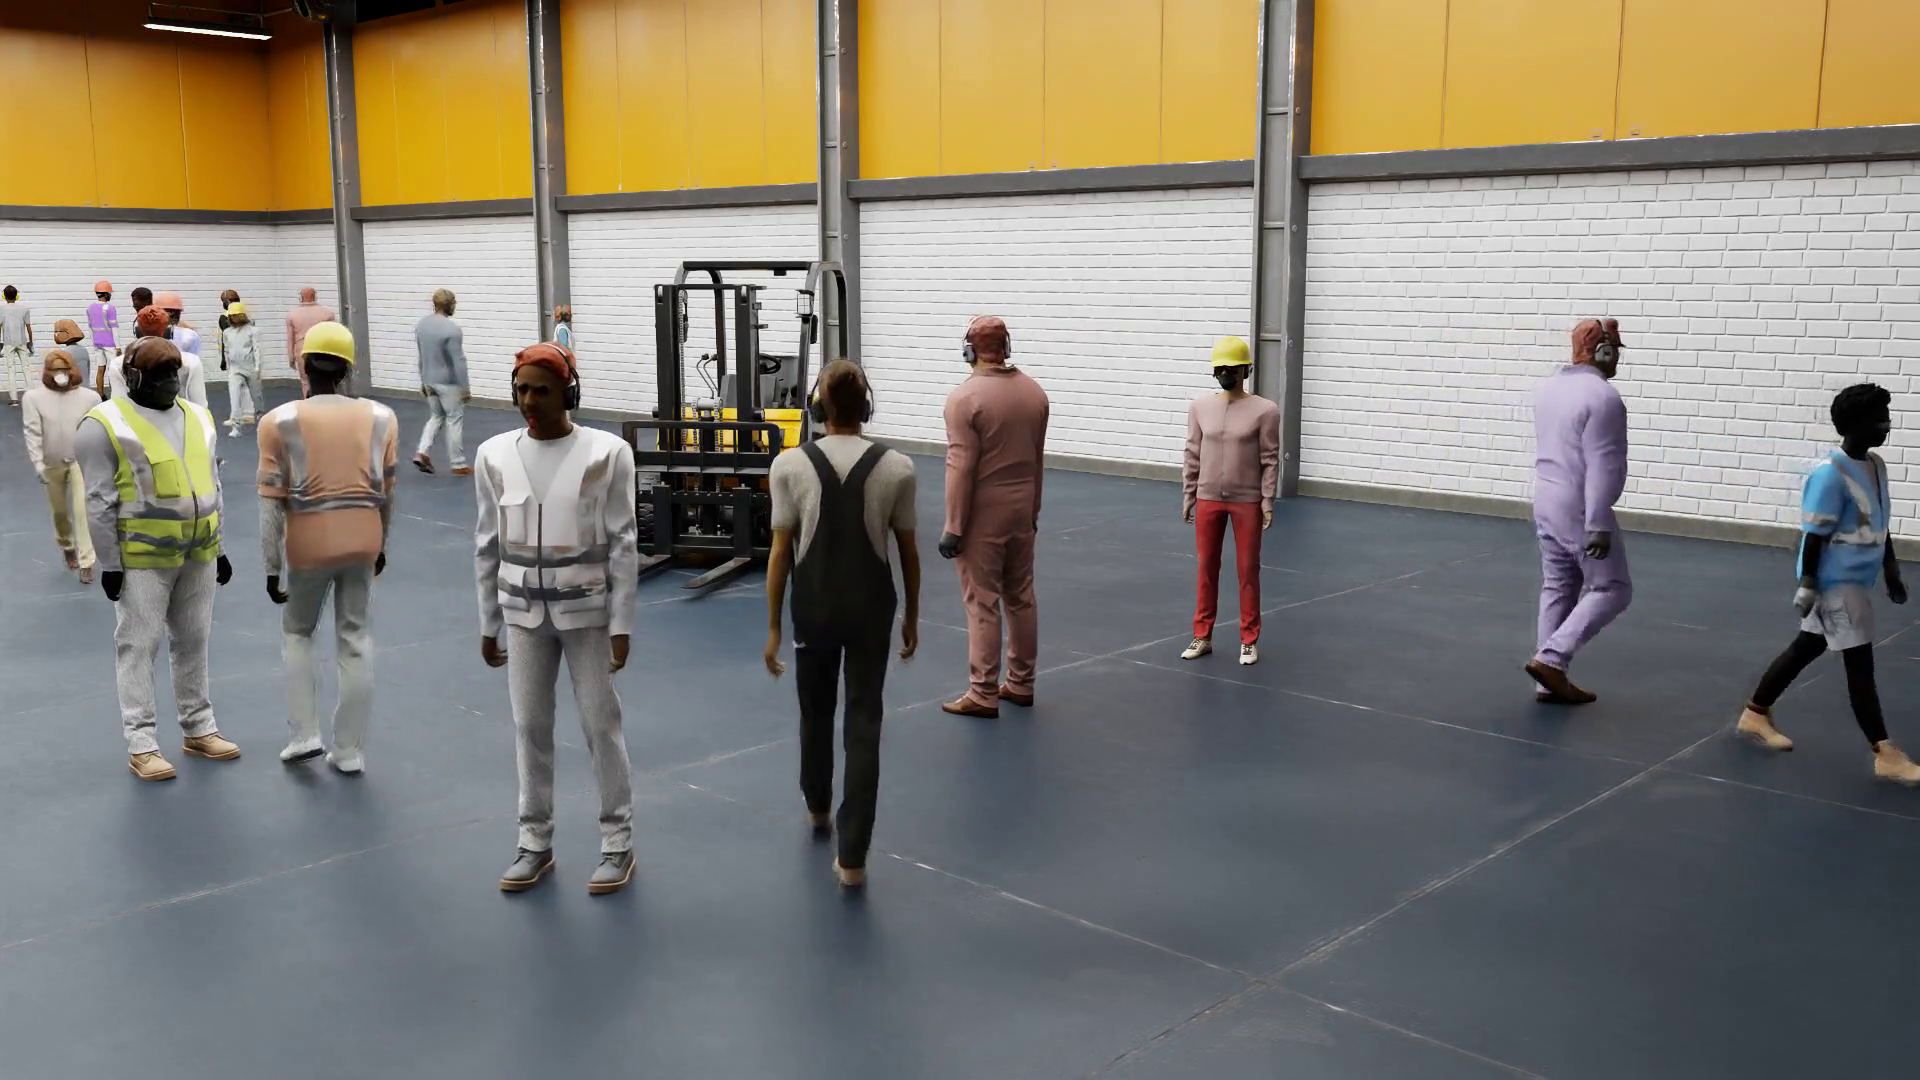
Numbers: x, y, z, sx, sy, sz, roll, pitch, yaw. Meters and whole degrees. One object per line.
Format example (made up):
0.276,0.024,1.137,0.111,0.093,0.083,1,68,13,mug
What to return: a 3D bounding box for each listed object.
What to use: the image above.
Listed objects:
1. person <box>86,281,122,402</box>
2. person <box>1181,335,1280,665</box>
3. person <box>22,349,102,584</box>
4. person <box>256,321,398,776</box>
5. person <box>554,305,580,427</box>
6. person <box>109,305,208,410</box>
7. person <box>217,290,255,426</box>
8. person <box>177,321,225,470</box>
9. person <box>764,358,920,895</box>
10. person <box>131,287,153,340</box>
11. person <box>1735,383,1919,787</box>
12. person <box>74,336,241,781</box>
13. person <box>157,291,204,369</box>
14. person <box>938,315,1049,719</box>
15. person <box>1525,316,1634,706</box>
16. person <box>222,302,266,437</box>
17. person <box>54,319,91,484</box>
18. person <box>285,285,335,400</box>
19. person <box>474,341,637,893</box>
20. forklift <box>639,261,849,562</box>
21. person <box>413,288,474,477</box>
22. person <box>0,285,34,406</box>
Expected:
-13.153,-3.021,25.648,0.547,1.938,0.359,3,10,19,person
1.445,-0.211,8.947,0.530,1.768,0.312,4,10,24,person
-6.153,-0.530,11.468,0.491,1.587,0.861,-5,10,-26,person
-2.661,0.035,7.024,0.594,1.898,0.550,-7,11,-35,person
-5.291,-2.324,22.277,0.307,1.645,0.513,-3,10,-18,person
-5.201,-0.583,10.868,0.573,1.883,0.355,-4,10,-24,person
-9.825,-2.465,22.558,0.429,1.838,0.621,2,9,9,person
-7.547,-1.323,16.201,0.561,1.620,0.518,-5,10,-27,person
-0.415,0.263,5.906,0.544,1.801,0.939,-1,9,-5,person
-9.291,-1.952,19.173,0.395,1.914,0.587,-7,12,-37,person
3.733,0.158,7.039,0.871,1.651,0.539,9,13,44,person
-3.348,0.067,7.015,0.429,1.844,0.627,5,10,27,person
-7.298,-1.347,15.472,0.568,1.898,0.893,-3,10,-15,person
0.131,-0.110,7.909,0.399,1.905,0.642,9,13,43,person
2.986,-0.117,7.973,0.418,1.891,0.683,-1,9,-7,person
-9.165,-2.199,21.312,0.488,1.706,0.864,-1,9,-5,person
-8.772,-1.373,16.503,0.277,1.627,0.502,0,9,-1,person
-8.813,-2.511,22.637,0.673,1.893,0.444,-3,10,-17,person
-1.375,0.269,5.660,0.577,1.879,0.354,1,9,7,person
-1.552,-1.040,12.721,1.214,2.155,2.313,2,9,11,forklift
-5.212,-1.578,16.826,0.678,1.926,0.562,6,11,34,person
-14.695,-3.020,25.851,0.513,1.871,0.329,-7,12,-36,person
